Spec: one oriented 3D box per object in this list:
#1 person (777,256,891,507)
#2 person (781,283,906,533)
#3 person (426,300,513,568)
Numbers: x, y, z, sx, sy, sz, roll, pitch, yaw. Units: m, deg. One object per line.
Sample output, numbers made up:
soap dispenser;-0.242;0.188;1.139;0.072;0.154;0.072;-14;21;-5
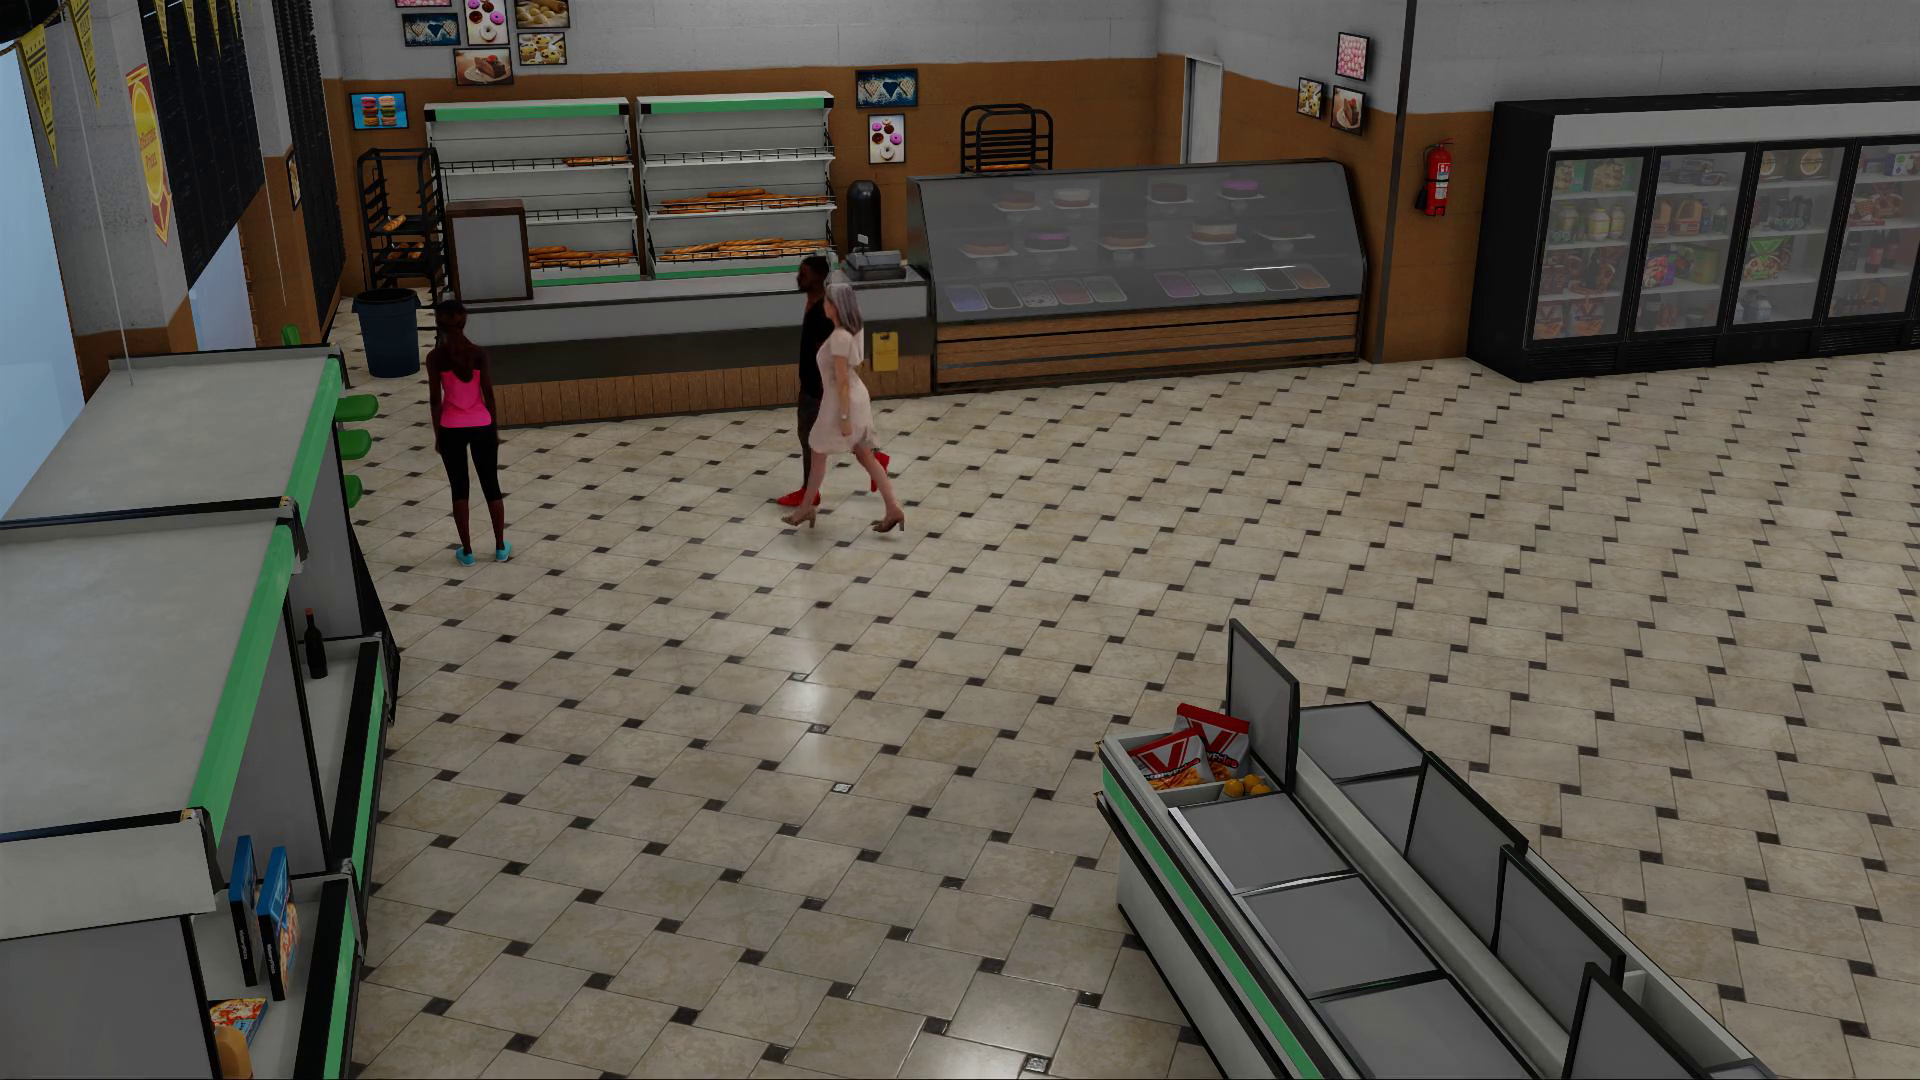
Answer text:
person;-0.877;-1.066;11.433;0.870;1.780;1.028;-1;22;-1
person;-0.660;-0.810;10.916;1.025;1.690;1.113;6;23;14
person;-3.123;-0.673;10.528;0.561;1.725;0.552;-7;23;-16
